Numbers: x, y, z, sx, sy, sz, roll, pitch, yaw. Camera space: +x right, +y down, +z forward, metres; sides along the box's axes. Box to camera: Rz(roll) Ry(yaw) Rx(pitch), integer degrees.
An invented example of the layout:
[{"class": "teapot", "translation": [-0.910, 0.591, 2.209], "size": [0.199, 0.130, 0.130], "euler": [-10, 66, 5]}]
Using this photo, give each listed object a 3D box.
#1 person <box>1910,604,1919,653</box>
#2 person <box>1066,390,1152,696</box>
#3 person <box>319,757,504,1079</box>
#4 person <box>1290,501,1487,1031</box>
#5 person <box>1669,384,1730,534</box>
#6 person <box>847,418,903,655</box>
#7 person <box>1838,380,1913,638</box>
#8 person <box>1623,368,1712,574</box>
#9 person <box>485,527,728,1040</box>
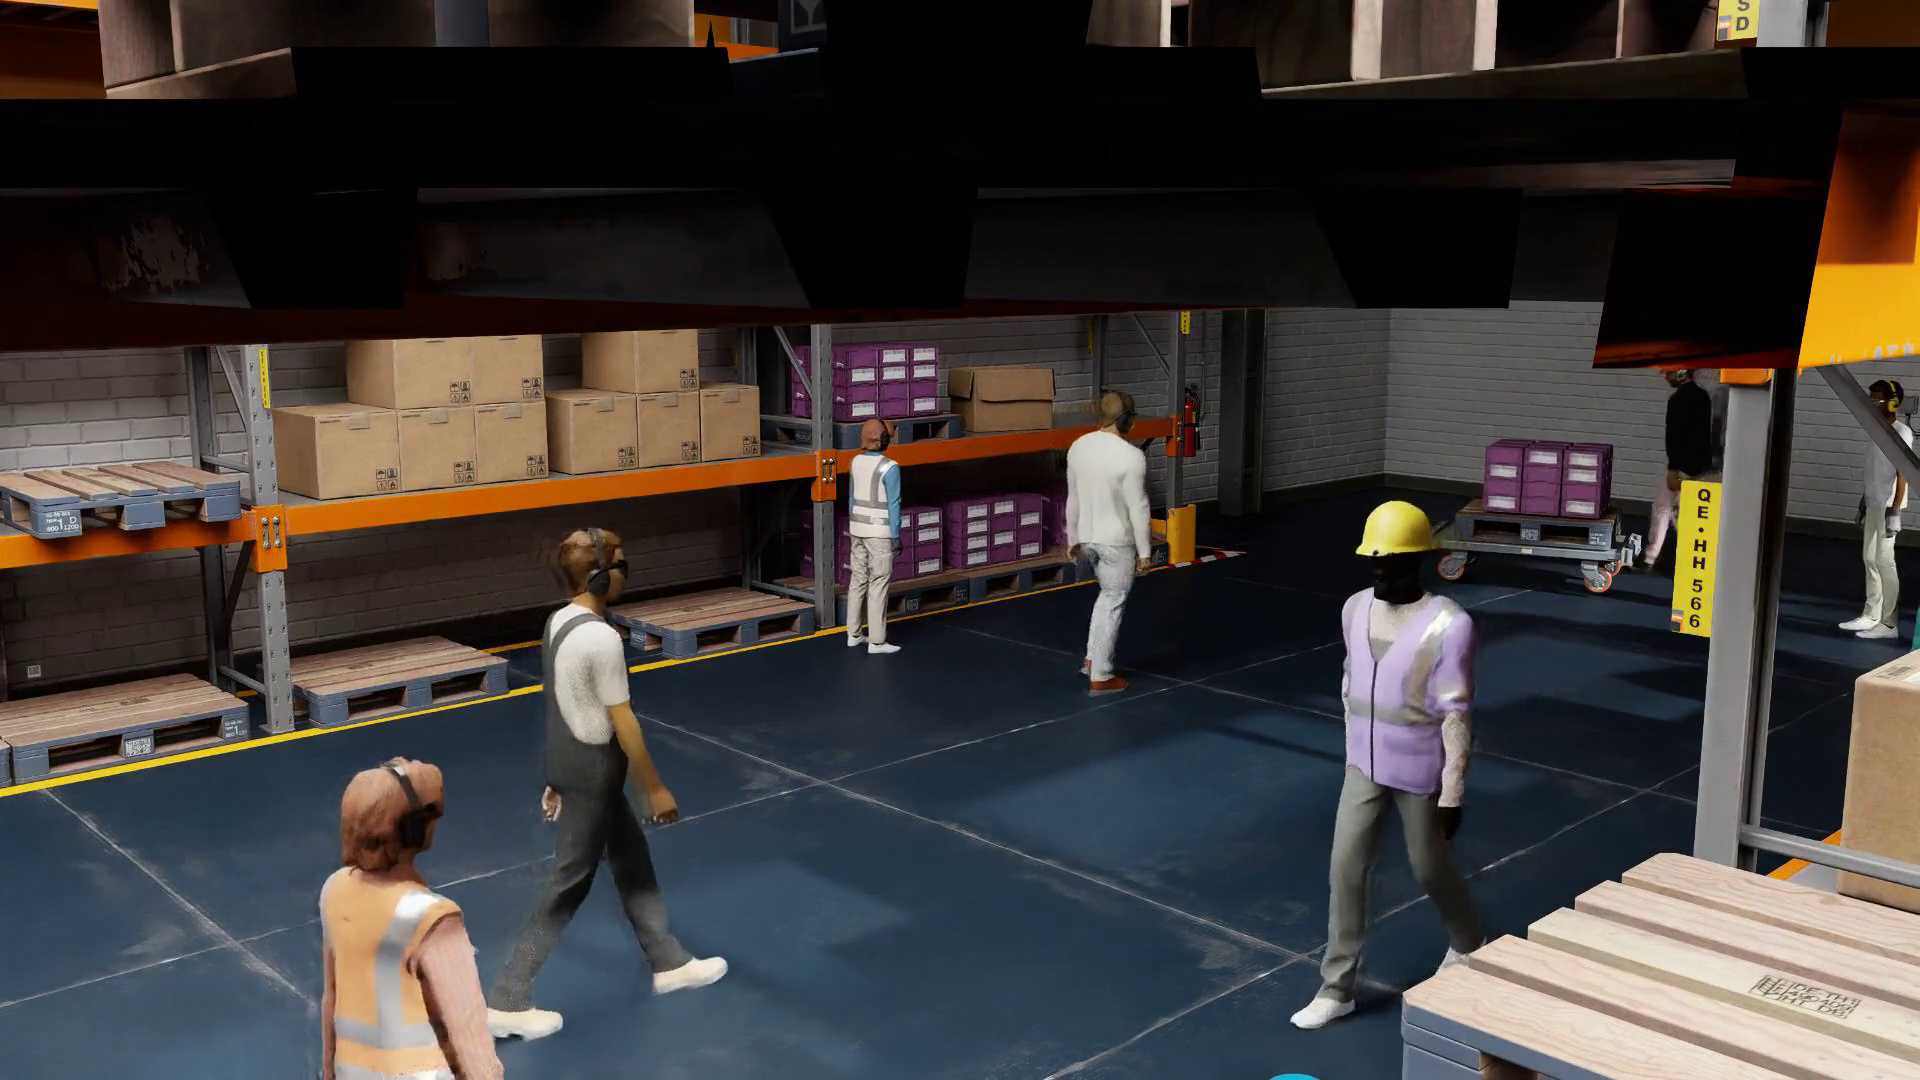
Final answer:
[{"class": "person", "translation": [6.205, 0.142, 10.244], "size": [0.923, 1.723, 0.525], "euler": [-4, 10, -21]}, {"class": "person", "translation": [0.966, 0.019, 10.387], "size": [0.486, 1.914, 0.652], "euler": [-7, 12, -37]}, {"class": "person", "translation": [-1.313, 1.298, 3.830], "size": [0.843, 1.599, 0.513], "euler": [-9, 14, -44]}, {"class": "person", "translation": [1.616, 0.783, 6.007], "size": [0.939, 1.888, 0.596], "euler": [-7, 12, -36]}, {"class": "person", "translation": [7.224, -0.858, 15.796], "size": [0.541, 1.836, 0.843], "euler": [-7, 12, -35]}, {"class": "person", "translation": [-0.602, -0.030, 11.545], "size": [0.321, 1.628, 0.529], "euler": [-8, 12, -38]}, {"class": "person", "translation": [6.627, -0.222, 11.978], "size": [0.317, 1.861, 0.514], "euler": [1, 10, 5]}, {"class": "person", "translation": [6.087, -0.642, 14.159], "size": [0.669, 1.938, 0.894], "euler": [-8, 12, -37]}, {"class": "person", "translation": [-1.306, 0.849, 5.903], "size": [0.952, 1.802, 0.511], "euler": [-5, 11, -26]}]
